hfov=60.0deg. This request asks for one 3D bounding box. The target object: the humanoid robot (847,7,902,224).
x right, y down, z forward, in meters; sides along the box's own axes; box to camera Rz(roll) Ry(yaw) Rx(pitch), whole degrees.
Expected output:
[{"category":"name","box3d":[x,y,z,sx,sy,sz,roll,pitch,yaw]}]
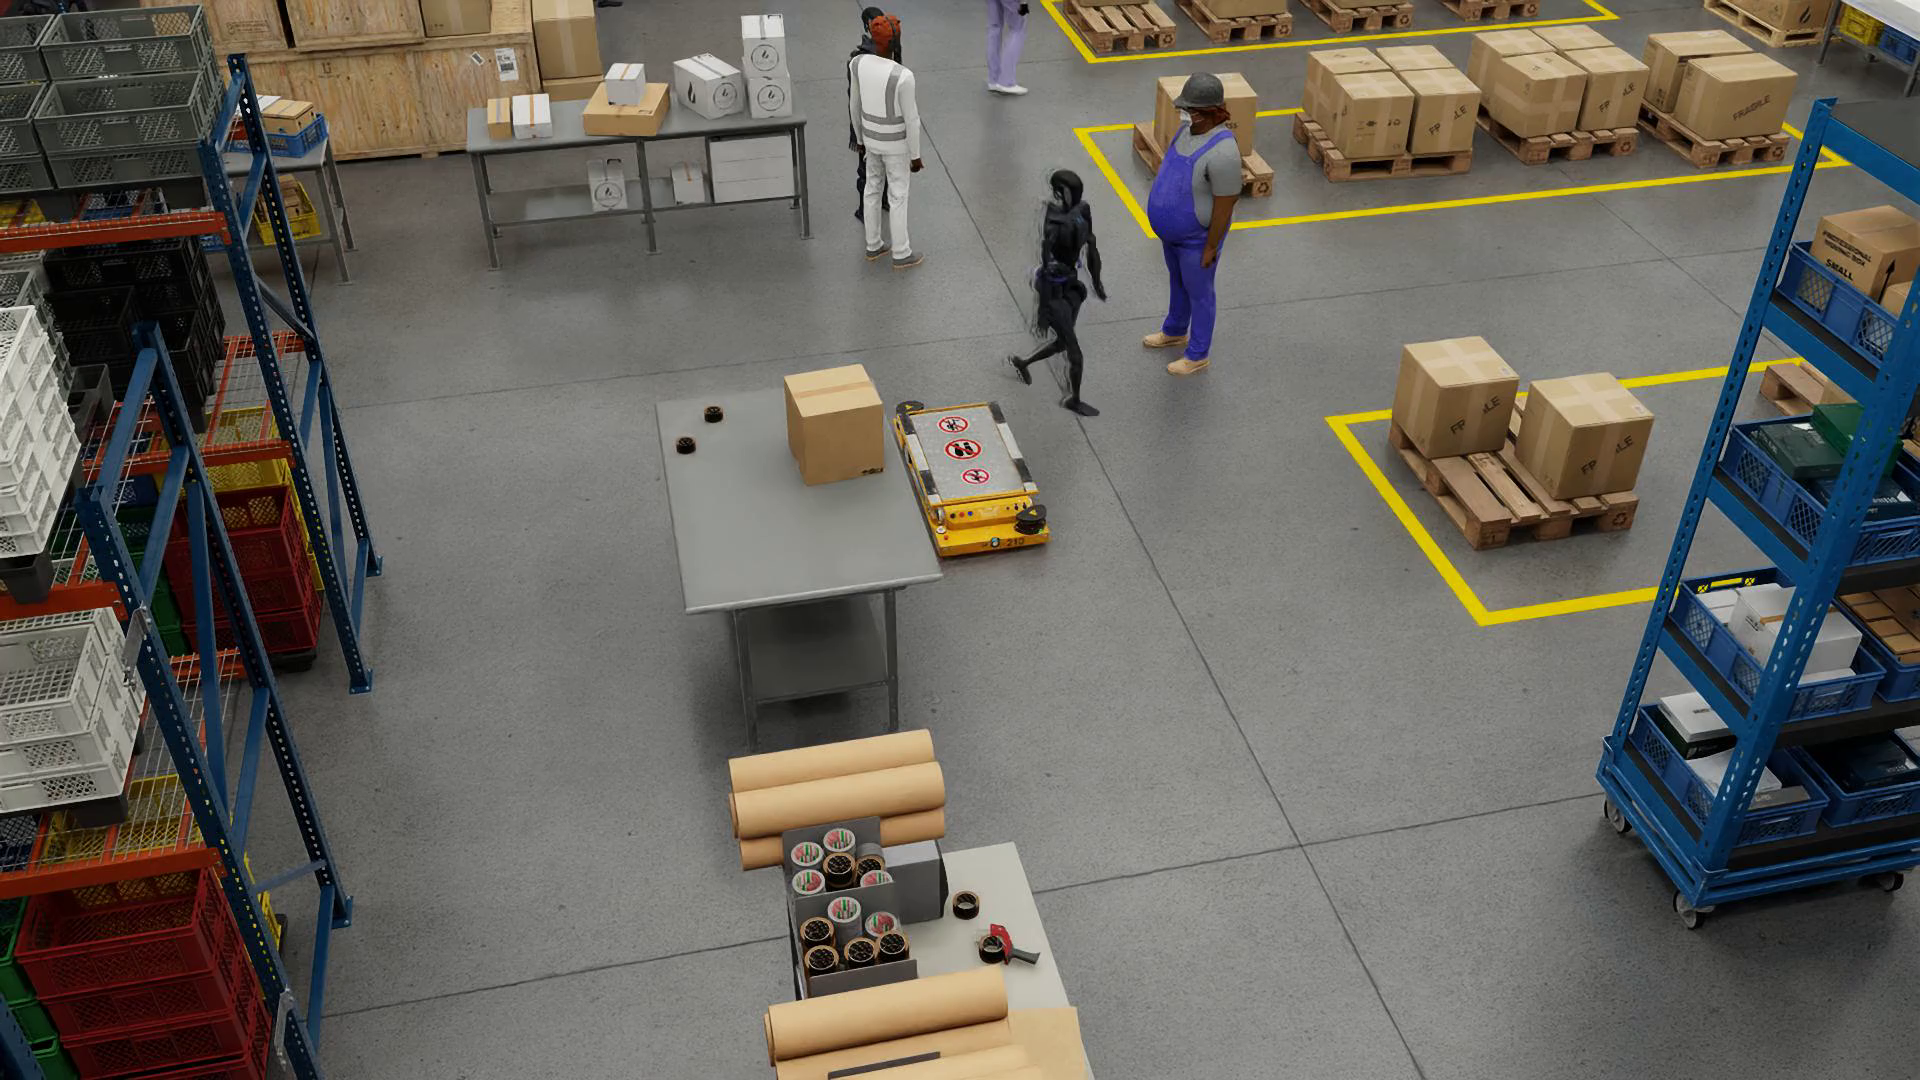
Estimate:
[{"category":"humanoid robot","box3d":[-0.632,-3.250,12.731,0.327,1.657,0.589,31,46,34]}]

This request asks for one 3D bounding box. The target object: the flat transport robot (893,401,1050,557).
[{"category":"flat transport robot","box3d":[0.046,-0.430,10.108,0.652,0.197,1.431,-8,37,-10]}]

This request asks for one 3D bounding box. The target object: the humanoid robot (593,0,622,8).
[{"category":"humanoid robot","box3d":[-3.659,-6.262,16.778,0.321,1.657,0.610,-18,40,-22]}]

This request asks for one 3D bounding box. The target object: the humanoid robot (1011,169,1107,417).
[{"category":"humanoid robot","box3d":[0.632,-1.609,10.570,0.686,1.635,0.580,19,41,24]}]

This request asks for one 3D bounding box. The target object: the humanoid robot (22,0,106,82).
[{"category":"humanoid robot","box3d":[-7.238,-3.867,13.559,0.321,1.657,0.606,21,41,26]}]

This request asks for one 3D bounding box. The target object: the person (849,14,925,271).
[{"category":"person","box3d":[-0.521,-2.868,12.056,0.583,1.882,0.345,24,43,29]}]

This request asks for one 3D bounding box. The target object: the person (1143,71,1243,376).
[{"category":"person","box3d":[1.480,-2.059,10.839,0.540,2.000,0.688,-11,38,-14]}]

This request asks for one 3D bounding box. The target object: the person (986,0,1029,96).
[{"category":"person","box3d":[0.389,-4.901,14.760,0.586,1.922,0.373,31,46,34]}]
